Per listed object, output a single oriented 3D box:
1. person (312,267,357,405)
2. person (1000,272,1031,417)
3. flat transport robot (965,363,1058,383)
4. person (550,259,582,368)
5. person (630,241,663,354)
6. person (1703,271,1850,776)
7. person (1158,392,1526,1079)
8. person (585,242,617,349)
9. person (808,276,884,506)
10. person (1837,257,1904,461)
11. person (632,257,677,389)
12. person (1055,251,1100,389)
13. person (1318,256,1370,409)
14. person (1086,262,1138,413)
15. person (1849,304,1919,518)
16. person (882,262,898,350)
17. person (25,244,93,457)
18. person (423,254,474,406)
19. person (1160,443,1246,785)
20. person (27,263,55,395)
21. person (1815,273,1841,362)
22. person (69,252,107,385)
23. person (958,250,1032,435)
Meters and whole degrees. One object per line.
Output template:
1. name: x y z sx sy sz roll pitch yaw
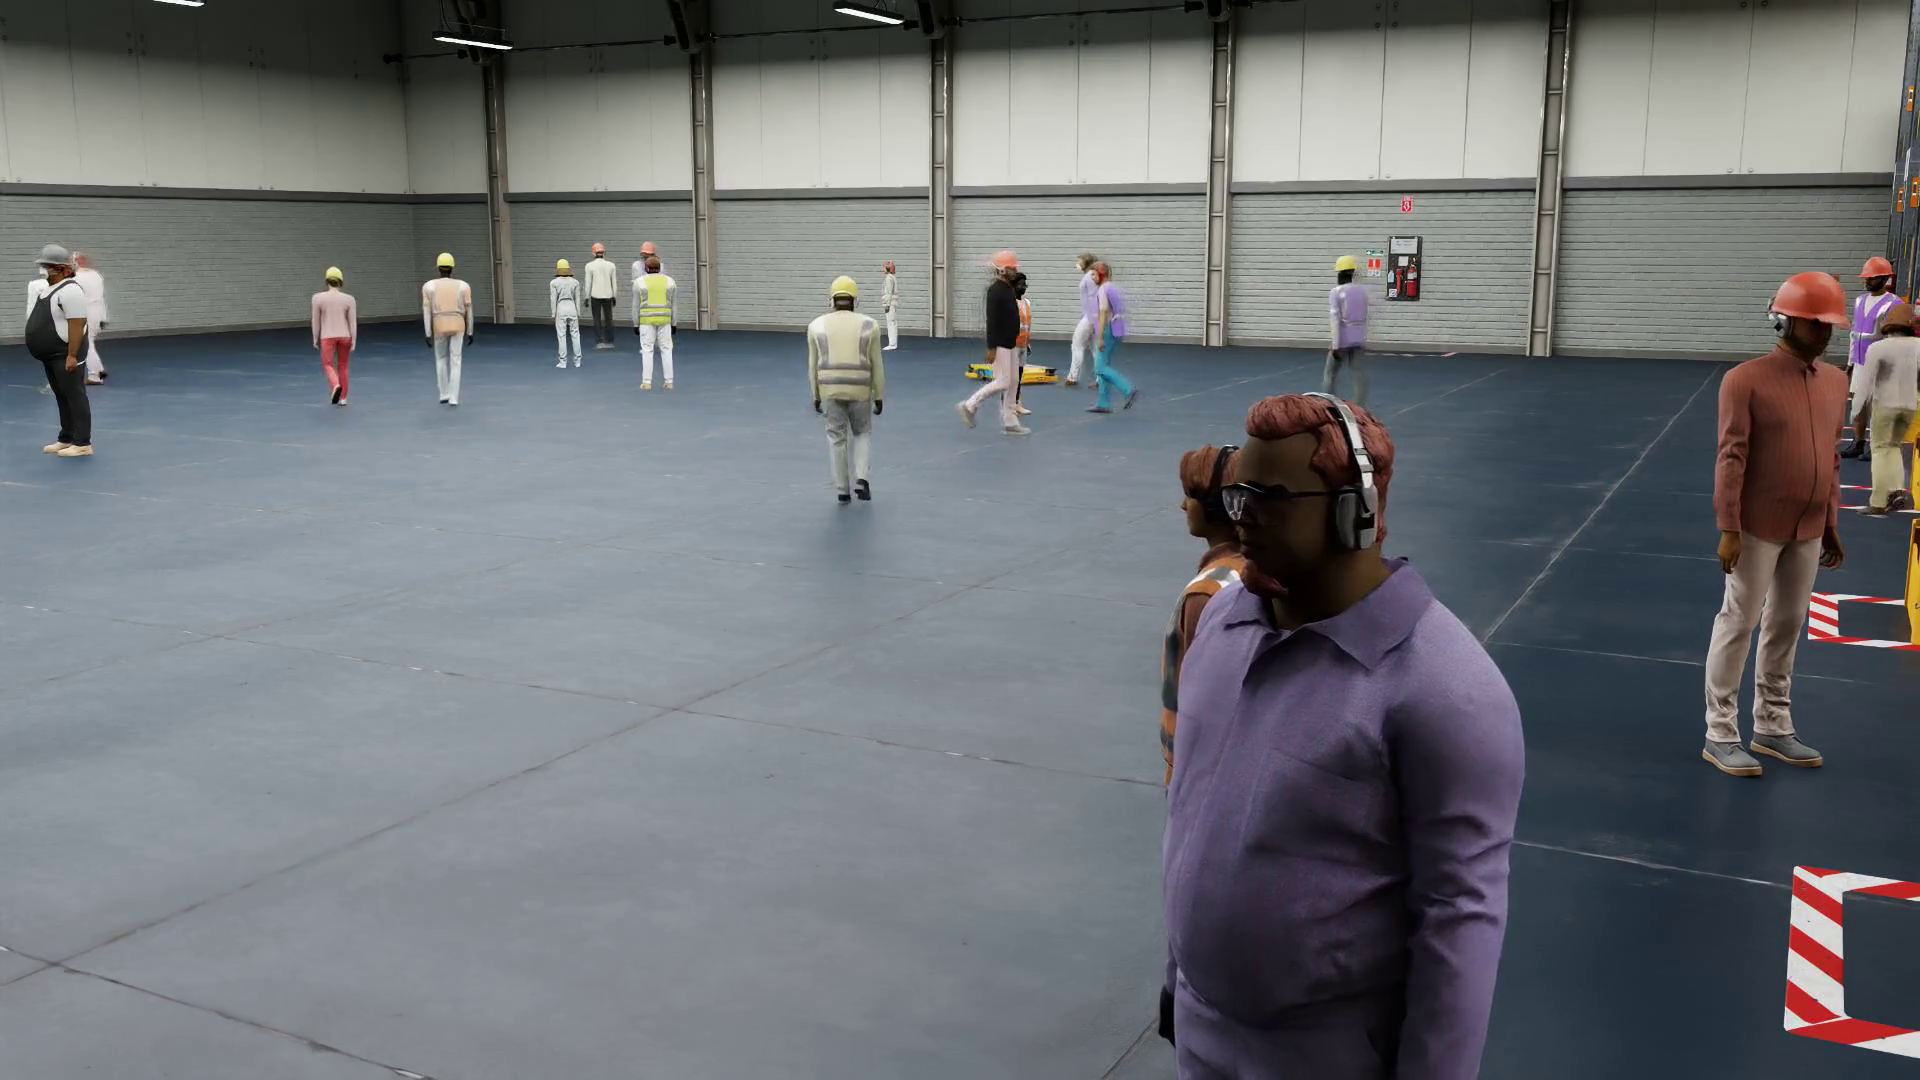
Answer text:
1. person: -7.756 -2.520 20.676 0.526 1.742 0.582 -6 12 -29
2. person: 0.661 -2.304 19.633 0.321 1.697 0.535 8 13 36
3. flat transport robot: 0.749 -2.462 24.384 0.652 0.197 1.431 -7 13 -34
4. person: -6.386 -3.658 26.901 0.487 1.741 0.312 -6 12 -29
5. person: -5.612 -4.345 29.888 0.645 2.019 0.565 3 11 17
6. person: 3.261 -0.062 6.604 0.609 1.991 0.388 -4 11 -20
7. person: 0.499 0.730 2.518 0.408 1.908 0.646 -6 12 -30
8. person: -6.775 -4.606 31.378 0.617 1.993 0.393 -6 12 -31
9. person: -0.900 -1.172 13.146 0.594 1.811 0.437 0 10 -1
10. person: 8.620 -1.705 15.754 0.386 1.930 0.540 -2 11 -13
11. person: -4.233 -3.003 23.077 0.623 1.837 0.428 -4 11 -22
12. person: 1.671 -3.037 23.039 0.870 1.904 0.663 1 10 3
13. person: 4.301 -2.244 18.771 0.591 1.887 0.907 -5 11 -25
14. person: 1.807 -2.416 19.910 0.584 1.815 0.626 3 11 18
15. person: 7.050 -0.978 12.607 0.601 1.609 0.382 -1 10 -4
16. person: -1.305 -4.362 31.013 0.308 1.639 0.524 1 10 7
17. person: -8.741 -1.832 16.120 0.683 2.000 0.538 10 15 44
18. person: -6.461 -2.658 21.025 0.607 1.884 0.903 -4 11 -19
19. person: 0.641 0.582 4.053 0.309 1.641 0.514 5 11 23
20. person: -11.987 -2.816 22.019 0.888 1.855 0.579 5 11 25
21. person: 11.939 -2.859 22.891 0.648 1.600 0.513 -3 11 -14
22. person: -12.453 -3.135 23.623 0.438 1.888 0.685 1 10 4
23. person: 0.397 -2.103 17.780 0.692 1.975 0.623 3 11 18
